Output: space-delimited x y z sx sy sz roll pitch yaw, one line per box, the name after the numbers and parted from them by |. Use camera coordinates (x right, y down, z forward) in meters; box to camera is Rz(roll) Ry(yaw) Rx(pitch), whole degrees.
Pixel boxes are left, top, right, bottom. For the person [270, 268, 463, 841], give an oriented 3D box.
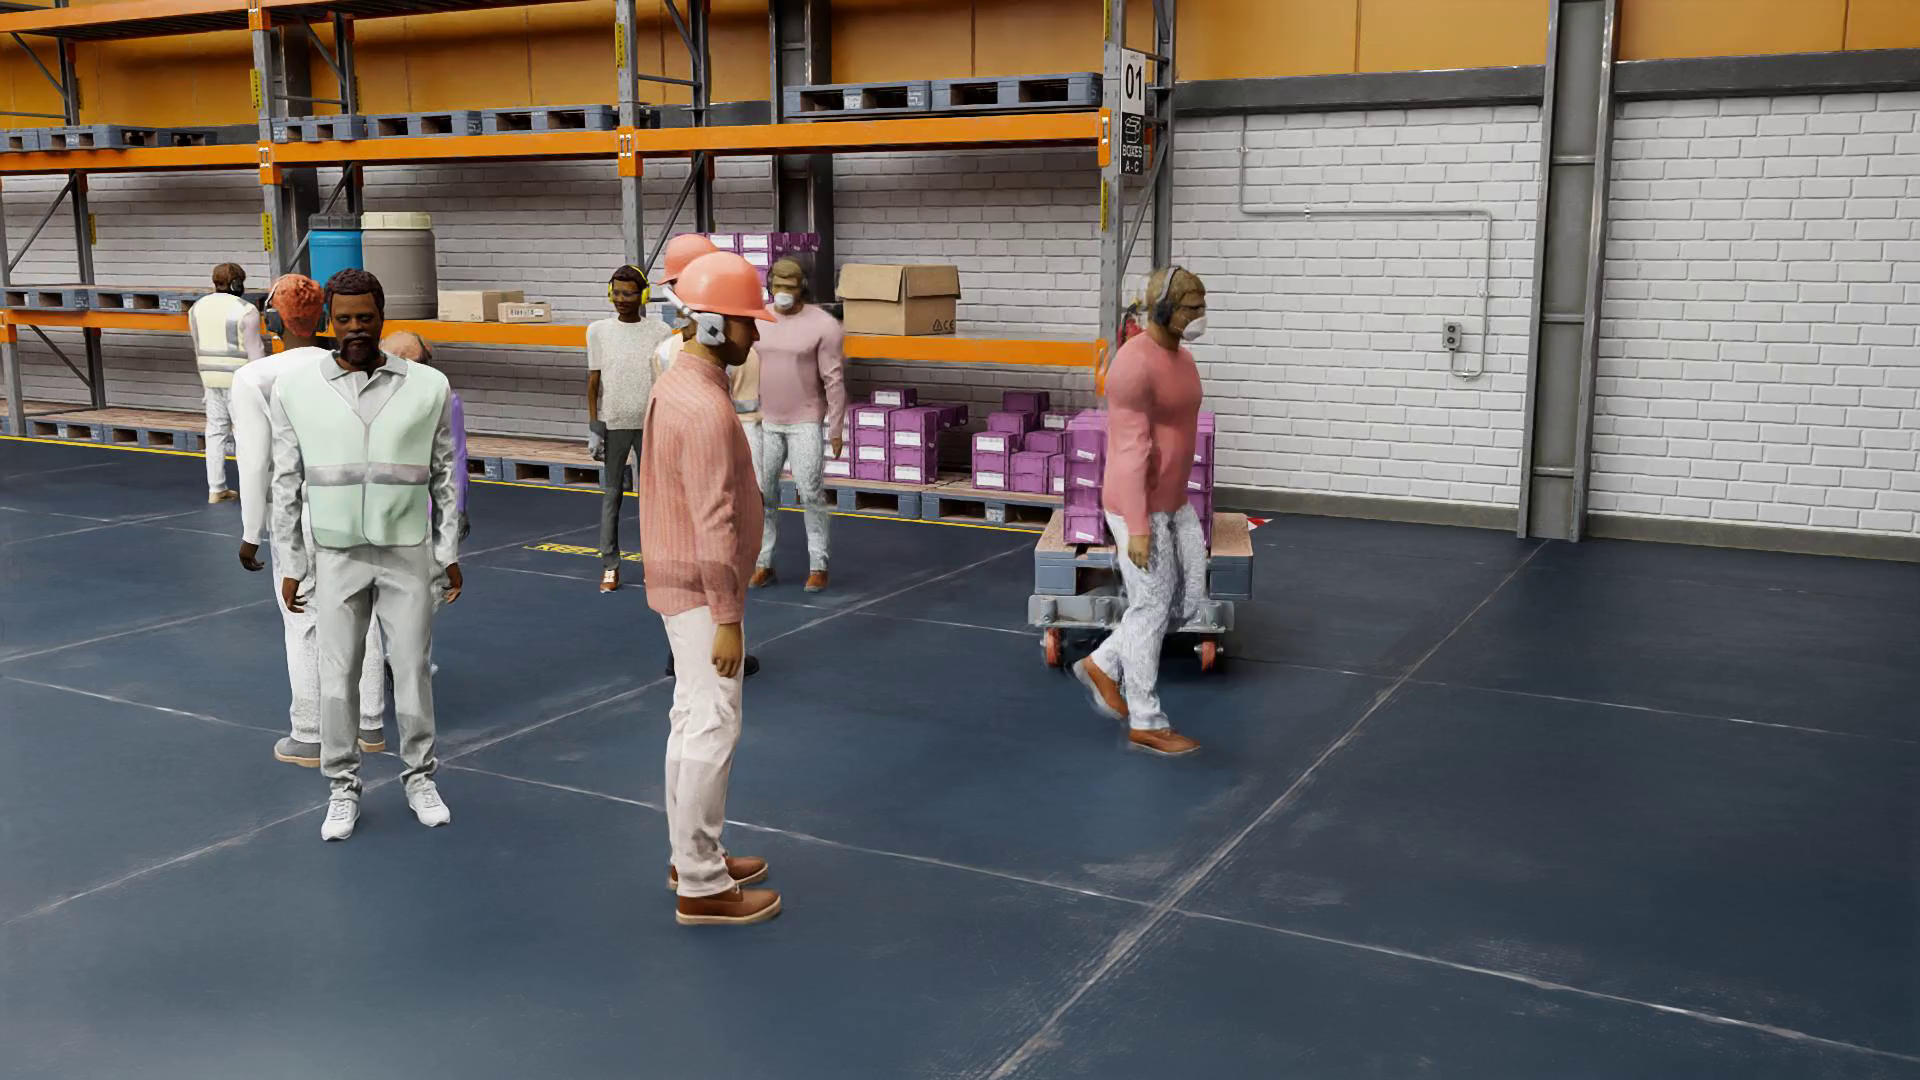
-2.007 0.045 5.662 0.597 1.918 0.383 -5 11 -24 | person

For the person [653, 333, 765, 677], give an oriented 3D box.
-1.120 -0.310 7.605 0.552 1.923 0.390 5 11 25 | person

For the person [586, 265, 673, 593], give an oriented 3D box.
-1.869 -0.632 9.528 0.521 1.864 0.335 -3 11 -17 | person

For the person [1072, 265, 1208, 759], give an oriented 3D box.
0.710 -0.109 6.509 0.516 1.919 0.625 7 12 32 | person

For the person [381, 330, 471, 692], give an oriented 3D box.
-2.448 -0.109 7.322 0.523 1.617 0.639 1 10 8 | person

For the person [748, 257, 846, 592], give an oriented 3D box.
-0.971 -0.651 9.501 0.661 1.915 0.389 3 11 15 | person

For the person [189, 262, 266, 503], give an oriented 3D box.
-5.521 -1.183 12.647 0.621 1.835 0.431 3 11 18 | person

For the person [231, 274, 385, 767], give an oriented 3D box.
-2.478 -0.070 6.389 0.573 1.883 0.354 -10 14 -44 | person

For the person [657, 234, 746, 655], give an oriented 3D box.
-1.165 -0.374 7.646 0.394 2.034 0.605 -1 10 -6 | person

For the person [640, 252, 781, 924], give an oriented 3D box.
-0.727 0.154 4.908 0.408 1.980 0.626 -3 11 -18 | person
